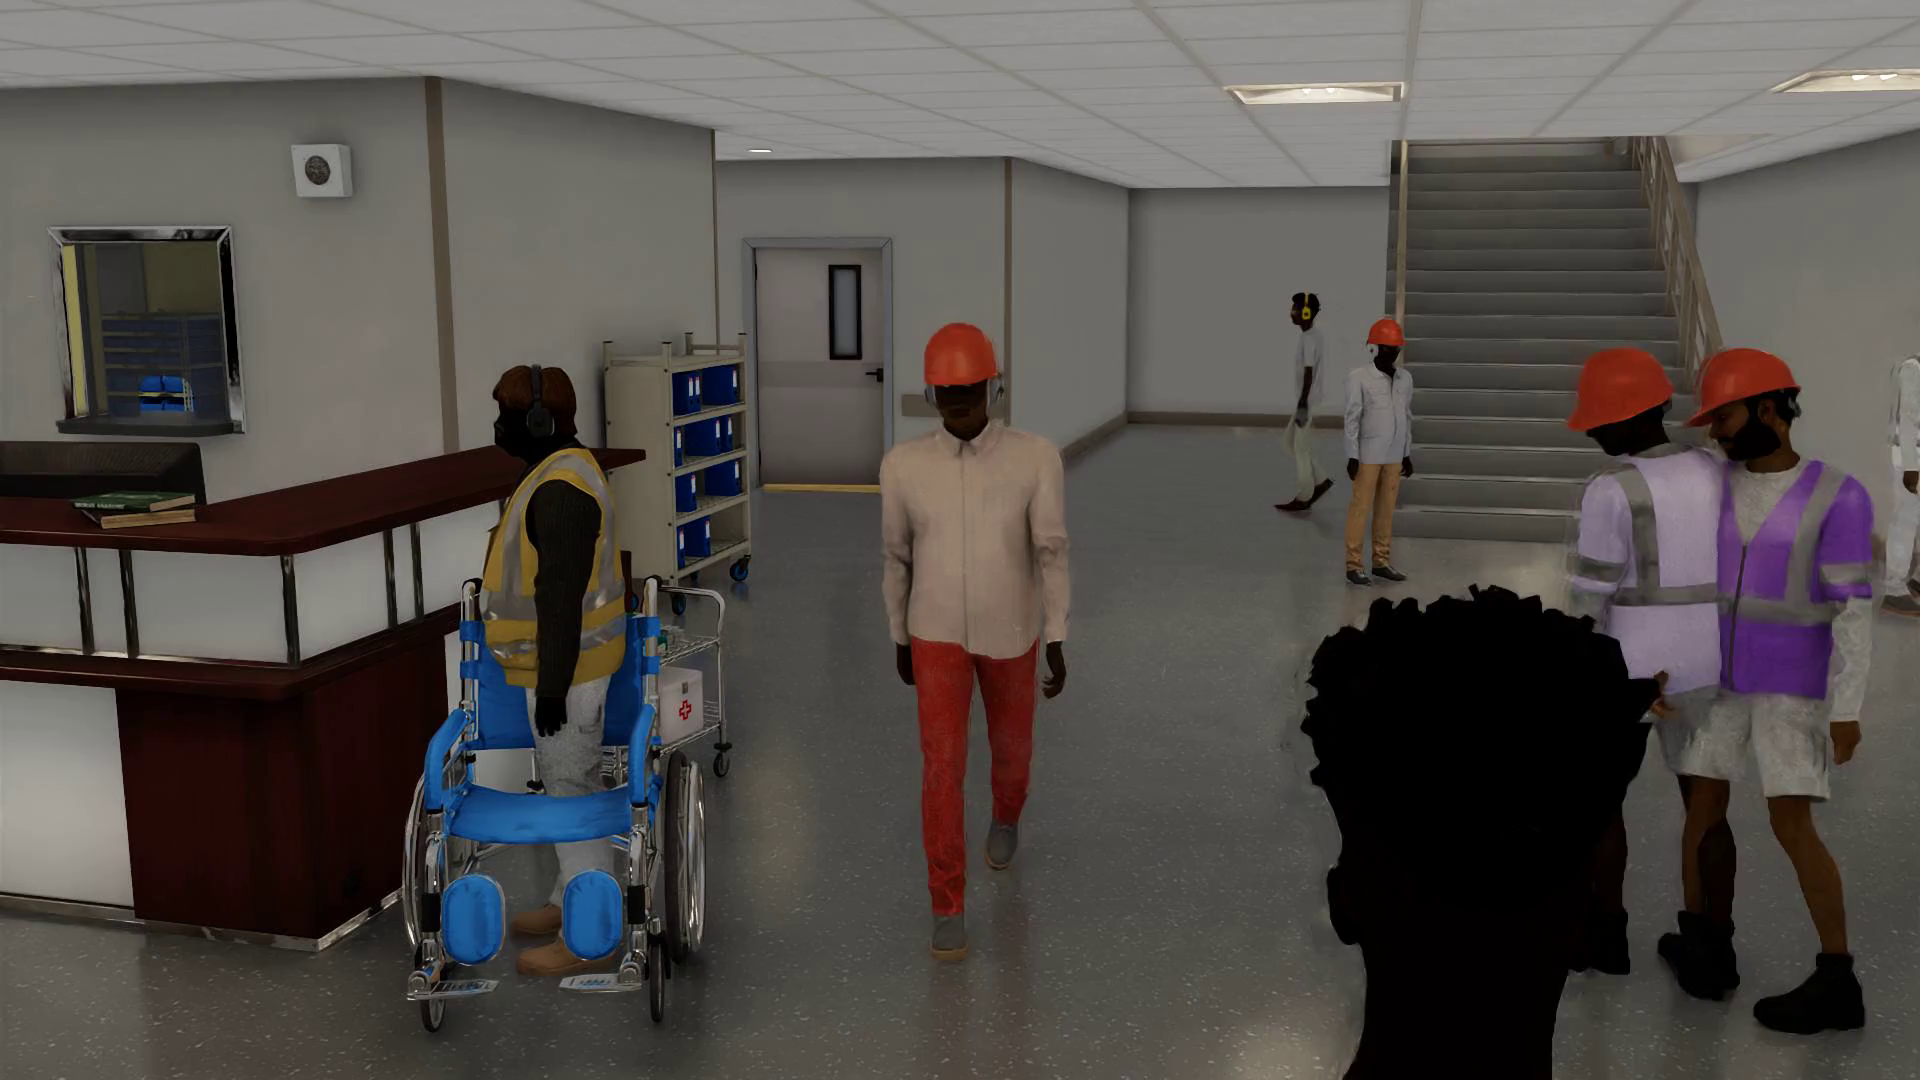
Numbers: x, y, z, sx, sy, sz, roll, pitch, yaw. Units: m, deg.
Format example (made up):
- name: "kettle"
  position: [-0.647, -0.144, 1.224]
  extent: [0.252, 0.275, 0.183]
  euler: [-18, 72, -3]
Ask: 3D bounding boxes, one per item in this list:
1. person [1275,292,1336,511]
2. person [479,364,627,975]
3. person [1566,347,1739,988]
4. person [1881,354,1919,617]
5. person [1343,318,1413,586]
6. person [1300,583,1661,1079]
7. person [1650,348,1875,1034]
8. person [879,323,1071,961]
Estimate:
- name: "person"
  position: [2.907, -1.159, 14.058]
  extent: [0.412, 1.860, 0.544]
  euler: [2, 10, 13]
- name: "person"
  position: [-1.234, 0.385, 5.070]
  extent: [0.429, 1.837, 0.626]
  euler: [-3, 10, -16]
- name: "person"
  position: [2.061, 0.383, 4.894]
  extent: [0.598, 1.889, 0.435]
  euler: [-3, 10, -16]
- name: "person"
  position: [5.789, -0.458, 9.925]
  extent: [0.595, 1.871, 0.457]
  euler: [-4, 10, -20]
- name: "person"
  position: [2.771, -0.579, 10.967]
  extent: [0.559, 1.751, 0.326]
  euler: [-5, 11, -29]
- name: "person"
  position: [0.359, 0.981, 1.241]
  extent: [0.609, 1.925, 0.937]
  euler: [5, 11, 29]
- name: "person"
  position: [2.271, 0.414, 4.730]
  extent: [0.493, 1.891, 0.653]
  euler: [-7, 12, -35]
- name: "person"
  position: [0.049, 0.264, 5.419]
  extent: [0.608, 1.959, 0.967]
  euler: [0, 10, 2]
